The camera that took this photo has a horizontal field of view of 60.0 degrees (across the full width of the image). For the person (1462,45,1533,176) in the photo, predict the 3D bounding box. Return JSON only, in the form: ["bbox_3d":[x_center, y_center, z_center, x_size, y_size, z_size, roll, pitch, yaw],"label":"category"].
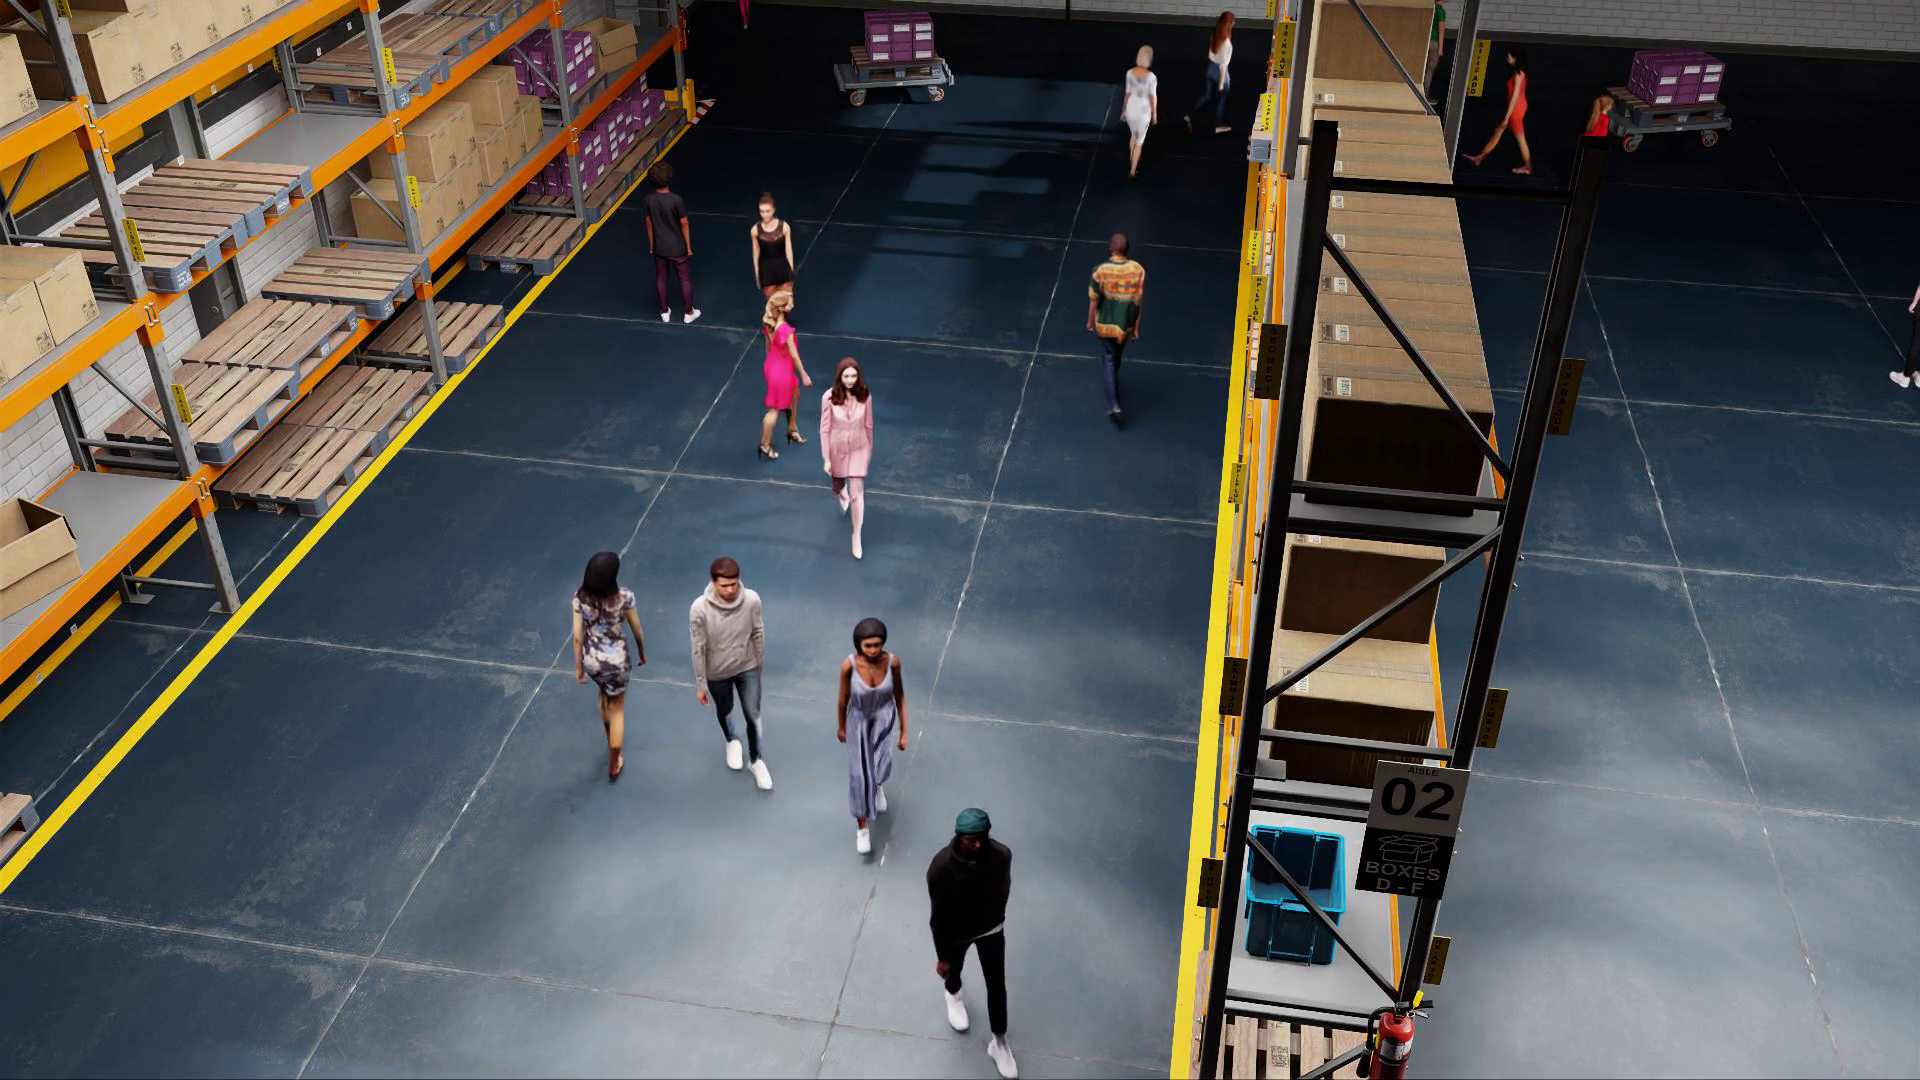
[{"bbox_3d":[7.147,-5.404,21.137,0.806,1.662,1.090,11,35,16],"label":"person"}]

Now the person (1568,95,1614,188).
[{"bbox_3d":[7.880,-4.925,20.767,0.620,1.273,0.525,-7,34,-10],"label":"person"}]

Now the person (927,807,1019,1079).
[{"bbox_3d":[0.025,2.176,9.621,0.954,1.786,1.146,-8,34,-12],"label":"person"}]

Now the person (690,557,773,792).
[{"bbox_3d":[-1.619,0.836,11.597,0.871,1.830,0.992,-8,34,-11],"label":"person"}]

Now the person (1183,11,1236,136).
[{"bbox_3d":[3.387,-6.244,22.370,1.032,1.696,1.056,-16,37,-23],"label":"person"}]

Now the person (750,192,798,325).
[{"bbox_3d":[-1.924,-2.829,17.258,0.670,1.668,0.695,-3,34,-5],"label":"person"}]

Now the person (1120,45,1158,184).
[{"bbox_3d":[2.216,-5.331,20.964,0.707,1.731,0.769,18,37,25],"label":"person"}]

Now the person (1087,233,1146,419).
[{"bbox_3d":[1.498,-2.028,15.956,0.915,1.774,1.279,-4,34,-5],"label":"person"}]

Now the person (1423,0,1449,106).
[{"bbox_3d":[6.695,-7.048,23.619,0.728,1.651,0.603,-9,35,-13],"label":"person"}]

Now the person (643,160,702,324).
[{"bbox_3d":[-3.087,-3.159,17.649,0.624,1.784,0.569,4,34,6],"label":"person"}]

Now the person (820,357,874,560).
[{"bbox_3d":[-0.963,-0.764,14.054,0.802,1.775,1.138,-3,34,-5],"label":"person"}]

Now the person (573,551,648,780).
[{"bbox_3d":[-2.483,0.912,11.600,0.685,1.701,0.844,-4,34,-6],"label":"person"}]

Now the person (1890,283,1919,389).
[{"bbox_3d":[9.628,-2.328,16.437,0.599,1.742,0.551,1,34,2],"label":"person"}]

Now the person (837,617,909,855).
[{"bbox_3d":[-0.608,1.187,11.213,0.822,1.670,1.028,-6,34,-9],"label":"person"}]

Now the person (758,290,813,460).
[{"bbox_3d":[-1.728,-1.473,15.189,0.857,1.700,0.813,-16,37,-23],"label":"person"}]
